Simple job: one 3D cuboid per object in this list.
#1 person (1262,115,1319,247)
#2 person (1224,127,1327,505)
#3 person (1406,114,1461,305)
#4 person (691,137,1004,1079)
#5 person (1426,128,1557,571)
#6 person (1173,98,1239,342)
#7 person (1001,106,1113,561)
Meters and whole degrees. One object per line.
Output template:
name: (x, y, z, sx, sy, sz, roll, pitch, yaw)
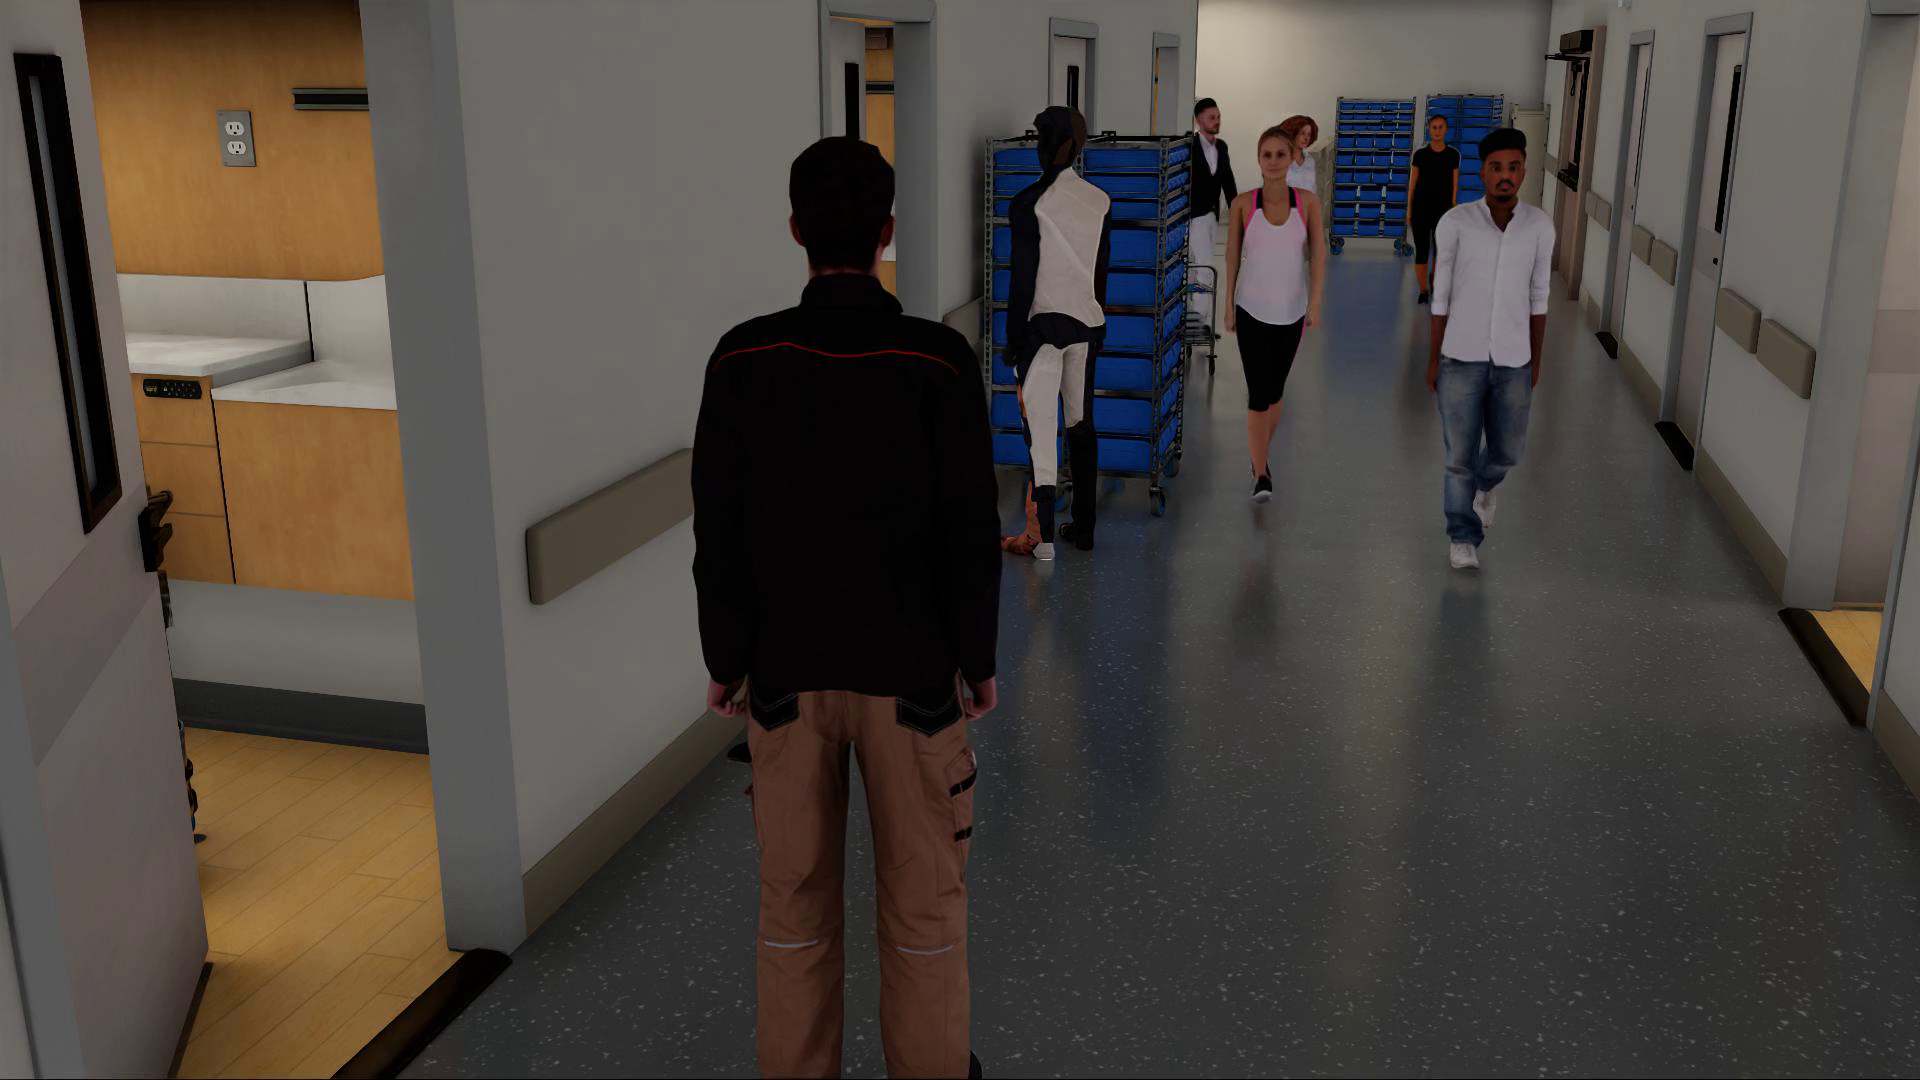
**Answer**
person: (2.586, -2.565, 13.435, 0.760, 1.698, 0.799, -5, 17, -18)
person: (1.504, -1.054, 8.023, 0.745, 1.725, 1.224, 2, 16, 6)
person: (4.215, -2.957, 14.896, 0.579, 1.659, 0.656, 4, 16, 12)
person: (-0.201, 0.248, 3.040, 0.751, 1.924, 0.664, 1, 16, 3)
person: (2.201, -0.800, 6.985, 0.681, 1.800, 0.945, 3, 16, 10)
person: (1.788, -2.463, 12.850, 0.965, 1.819, 1.008, -13, 20, -38)
person: (0.413, -0.870, 7.064, 0.748, 1.893, 0.827, -11, 19, -33)
